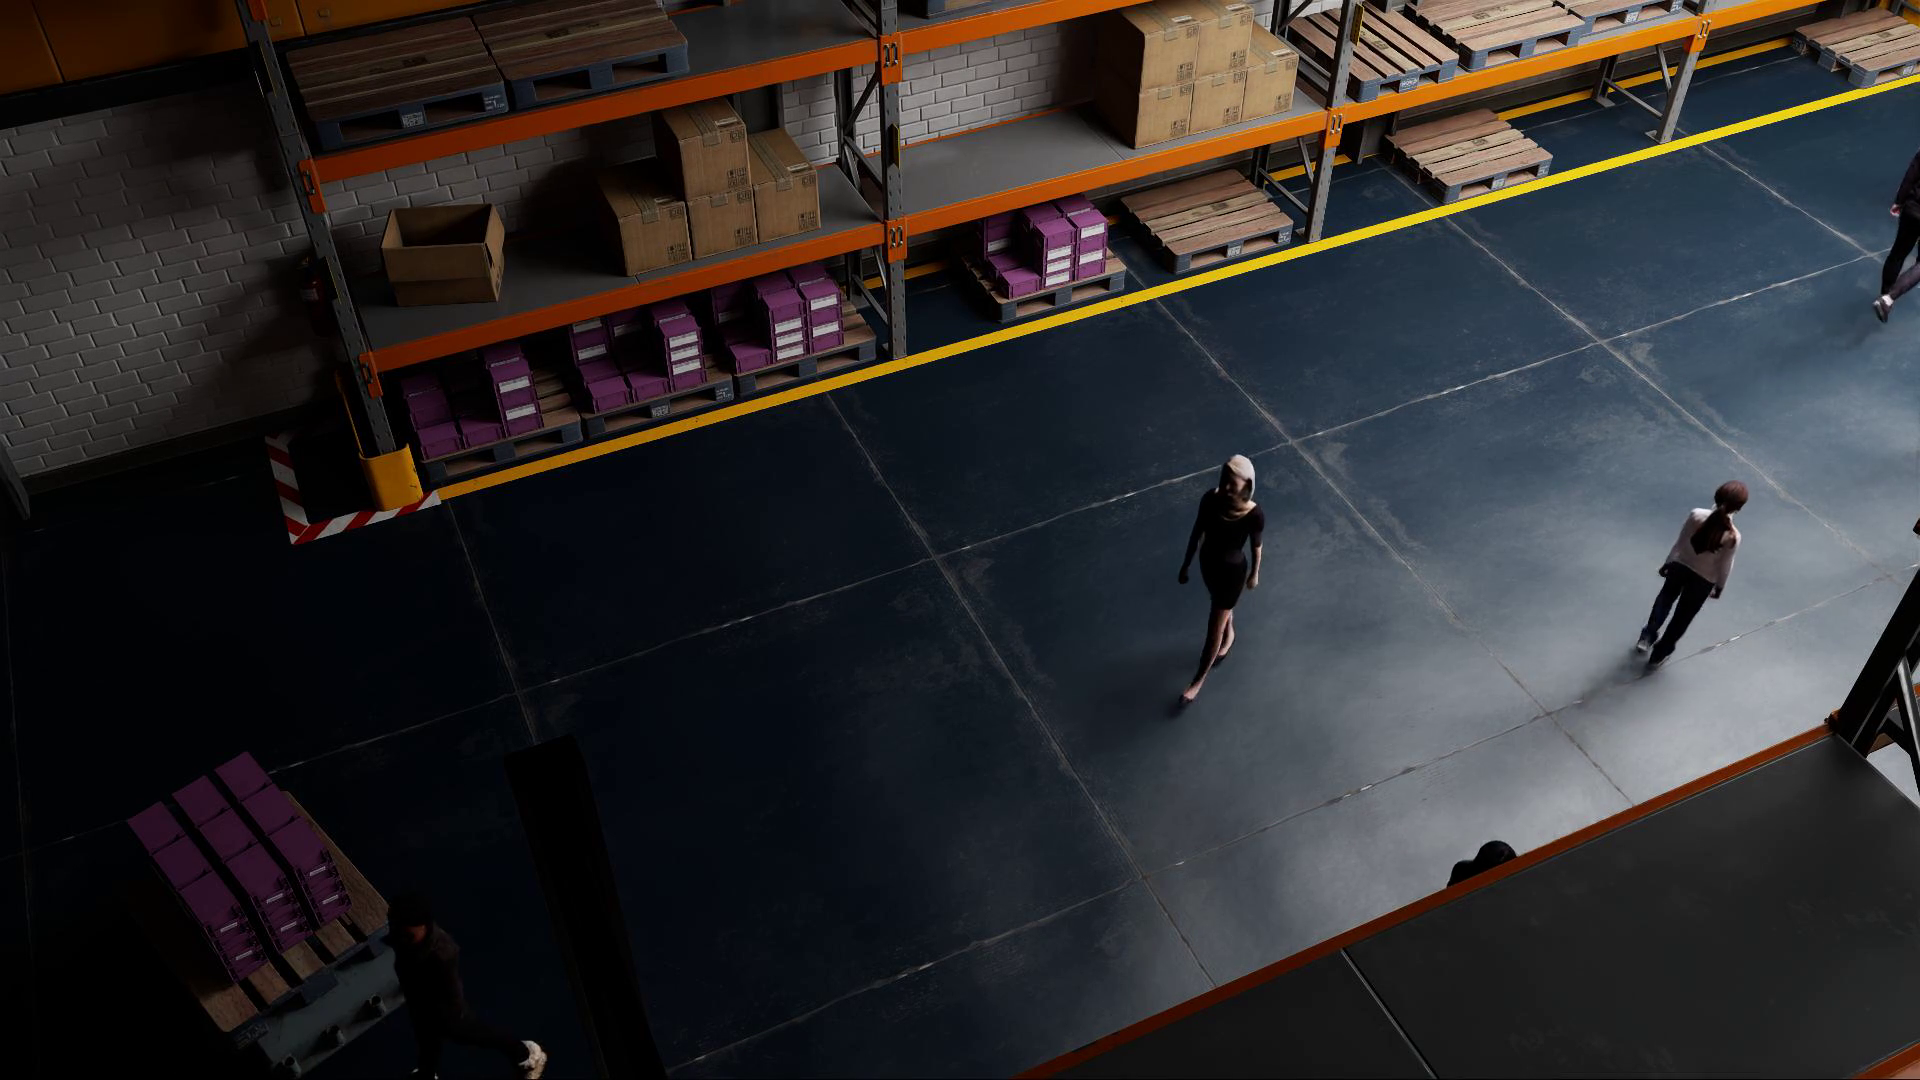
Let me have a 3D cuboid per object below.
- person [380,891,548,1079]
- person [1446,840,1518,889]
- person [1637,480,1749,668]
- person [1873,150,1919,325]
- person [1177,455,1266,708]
[{"bbox_3d":[-2.678,2.387,8.244,1.107,1.646,0.852,-26,49,-25],"label":"person"},{"bbox_3d":[2.650,2.058,8.555,1.143,1.693,0.731,-27,50,-25],"label":"person"},{"bbox_3d":[4.605,0.253,10.556,0.654,1.548,0.629,-32,52,-29],"label":"person"},{"bbox_3d":[7.666,-2.526,13.275,1.013,1.821,0.810,-28,50,-26],"label":"person"},{"bbox_3d":[1.705,0.146,10.486,0.883,1.798,1.066,28,50,26],"label":"person"}]
